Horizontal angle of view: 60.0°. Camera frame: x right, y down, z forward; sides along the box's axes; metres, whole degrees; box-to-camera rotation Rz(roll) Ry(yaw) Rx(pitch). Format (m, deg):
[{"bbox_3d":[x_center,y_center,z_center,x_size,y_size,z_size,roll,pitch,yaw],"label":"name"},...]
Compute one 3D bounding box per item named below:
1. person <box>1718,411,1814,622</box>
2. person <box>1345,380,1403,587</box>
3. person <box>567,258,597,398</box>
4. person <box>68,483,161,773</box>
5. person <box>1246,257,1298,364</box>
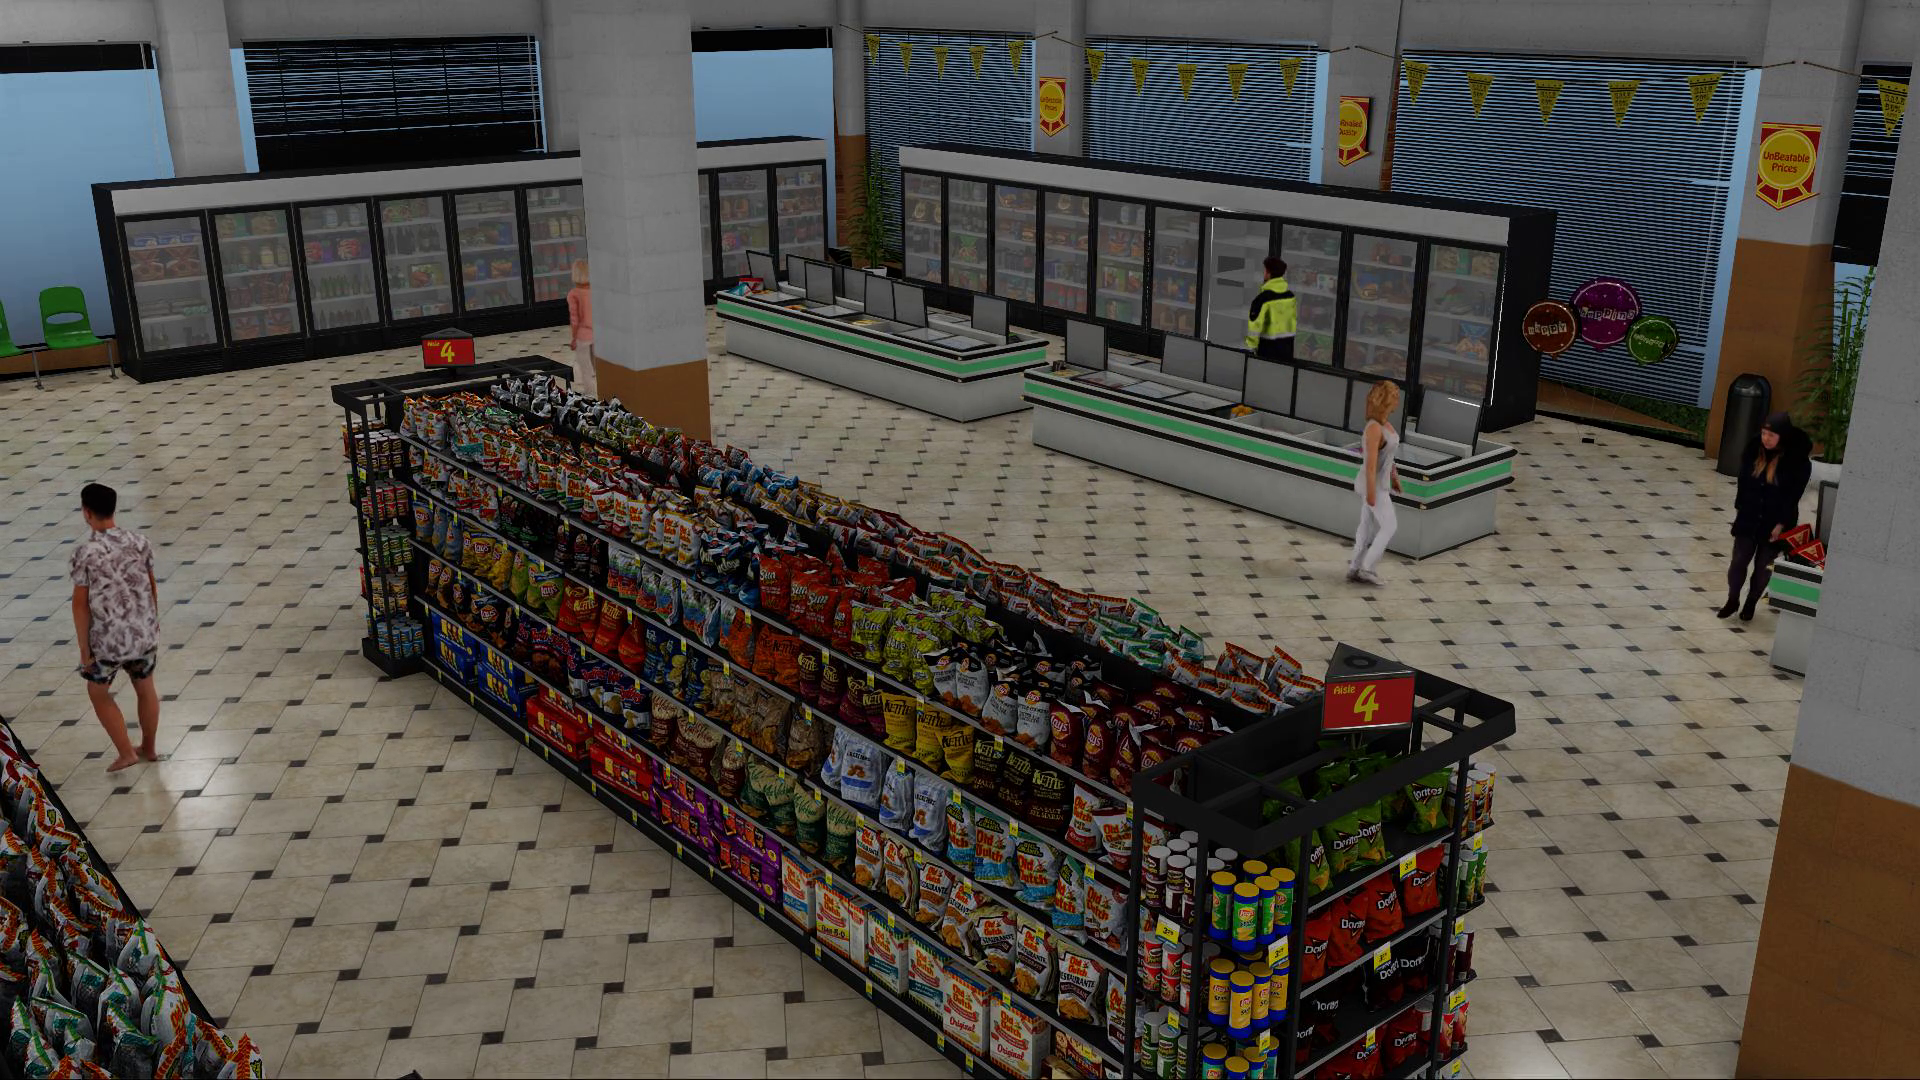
[{"bbox_3d":[6.045,-0.167,12.385,0.755,1.654,0.623,-18,25,-42],"label":"person"},{"bbox_3d":[3.214,-0.453,13.237,0.762,1.652,0.716,6,20,18],"label":"person"},{"bbox_3d":[-4.150,-2.242,18.546,0.589,1.651,0.643,14,23,35],"label":"person"},{"bbox_3d":[-5.025,0.549,10.025,0.744,1.805,0.748,15,24,37],"label":"person"},{"bbox_3d":[3.239,-1.876,16.971,0.789,1.963,0.753,-18,25,-42],"label":"person"}]
